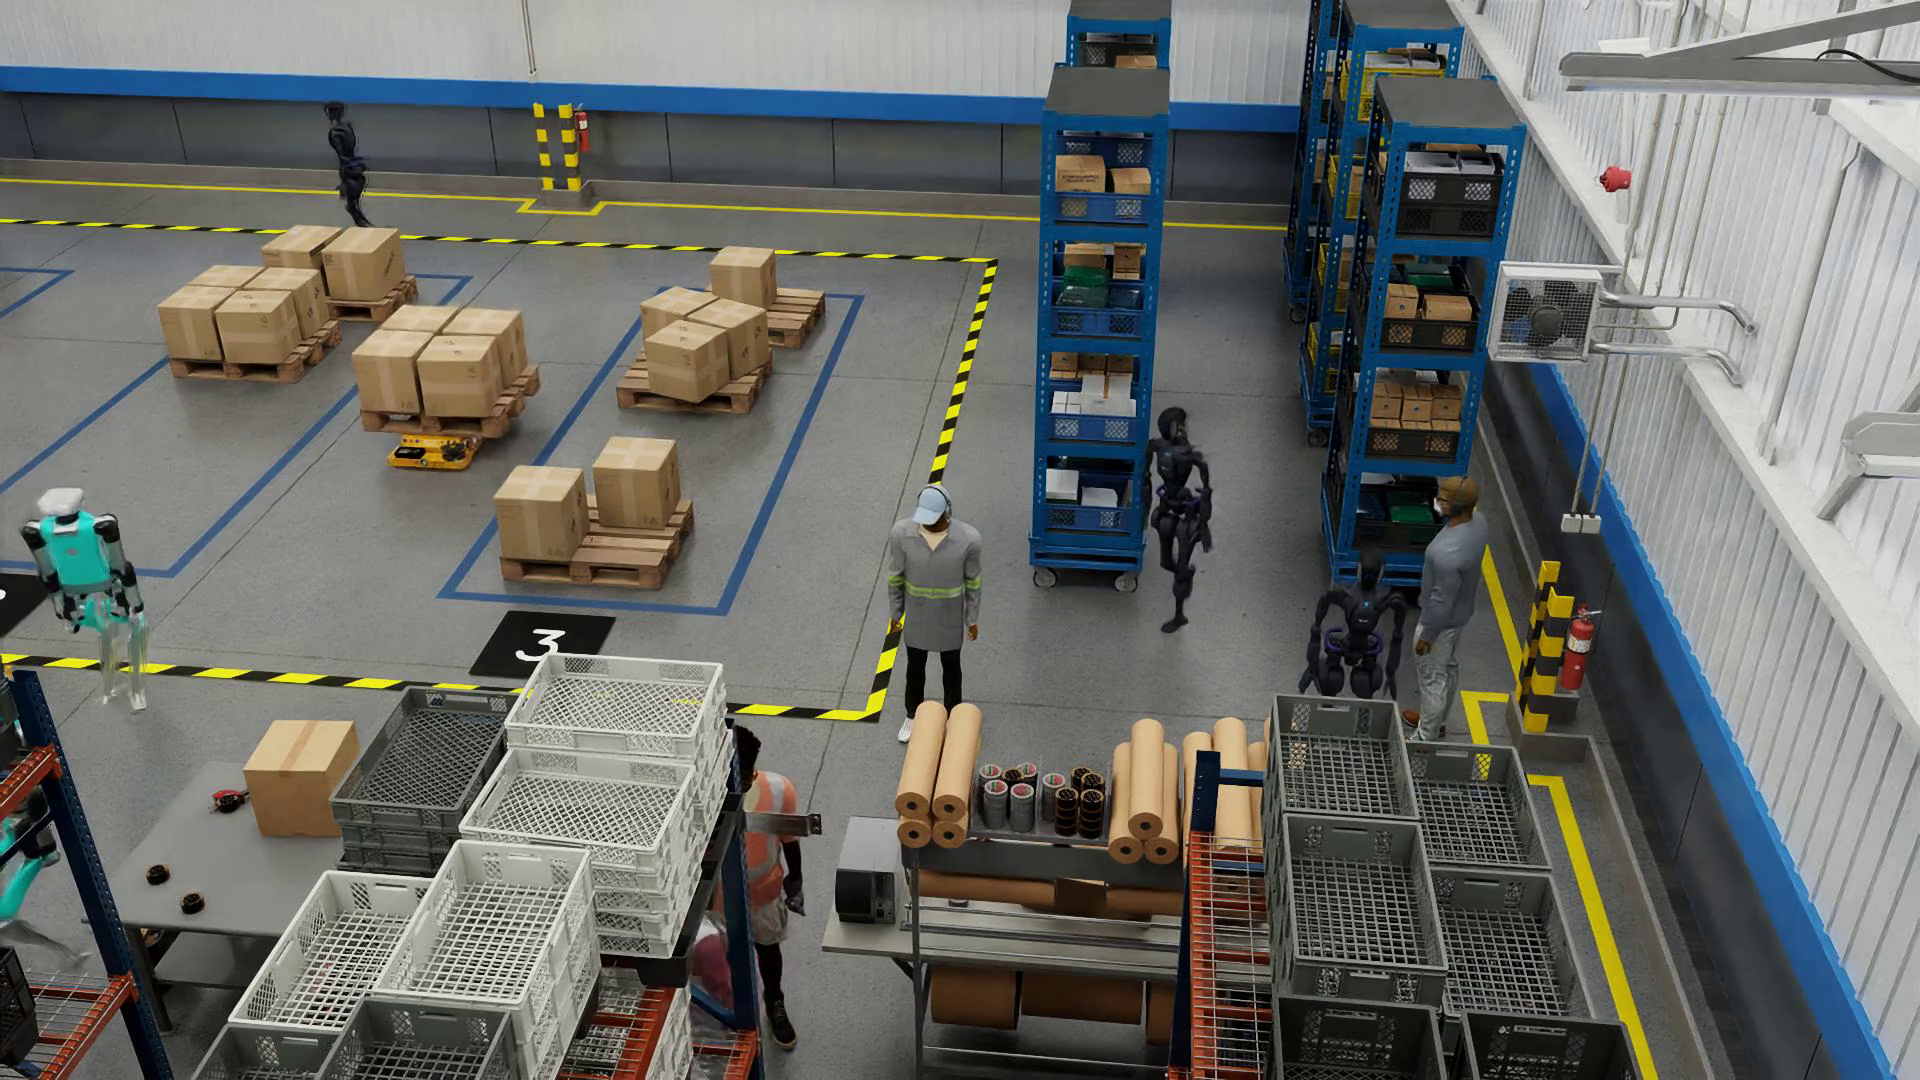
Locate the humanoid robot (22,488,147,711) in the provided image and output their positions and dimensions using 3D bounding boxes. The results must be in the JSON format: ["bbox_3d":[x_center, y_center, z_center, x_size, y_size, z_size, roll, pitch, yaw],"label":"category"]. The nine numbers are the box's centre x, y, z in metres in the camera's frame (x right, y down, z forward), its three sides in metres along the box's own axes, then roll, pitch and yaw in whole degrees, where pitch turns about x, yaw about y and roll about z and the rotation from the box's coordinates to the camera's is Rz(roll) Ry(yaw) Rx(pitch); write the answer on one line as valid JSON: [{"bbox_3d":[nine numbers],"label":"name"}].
[{"bbox_3d":[-5.456,0.357,10.621,0.549,1.778,0.785,-6,31,-11],"label":"humanoid robot"}]

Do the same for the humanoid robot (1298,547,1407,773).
[{"bbox_3d":[2.334,0.762,9.961,0.584,1.646,0.326,2,30,4],"label":"humanoid robot"}]

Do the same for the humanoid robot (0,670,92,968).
[{"bbox_3d":[-5.004,1.575,8.554,0.530,1.803,0.800,26,39,37],"label":"humanoid robot"}]

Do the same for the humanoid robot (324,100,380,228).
[{"bbox_3d":[-6.589,-3.943,18.051,0.365,1.645,0.614,-3,30,-5],"label":"humanoid robot"}]

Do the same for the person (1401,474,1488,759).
[{"bbox_3d":[2.955,0.467,10.213,0.360,1.937,0.634,17,34,26],"label":"person"}]

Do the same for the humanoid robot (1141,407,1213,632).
[{"bbox_3d":[1.571,-0.204,11.654,0.620,1.628,0.648,23,37,34],"label":"humanoid robot"}]

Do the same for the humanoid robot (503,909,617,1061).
[{"bbox_3d":[-1.784,2.124,7.605,1.017,1.762,0.567,-22,37,-33],"label":"humanoid robot"}]

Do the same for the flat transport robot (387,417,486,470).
[{"bbox_3d":[-4.375,-1.034,14.422,0.652,0.197,1.431,3,30,6],"label":"flat transport robot"}]

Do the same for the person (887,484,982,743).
[{"bbox_3d":[-0.164,0.463,10.309,0.587,1.848,0.396,3,30,6],"label":"person"}]

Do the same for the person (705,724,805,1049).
[{"bbox_3d":[-1.047,1.707,8.071,0.601,1.955,0.398,-9,31,-15],"label":"person"}]

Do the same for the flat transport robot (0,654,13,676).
[{"bbox_3d":[-7.142,0.969,11.010,1.431,0.231,0.659,3,30,6],"label":"flat transport robot"}]

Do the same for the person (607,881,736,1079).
[{"bbox_3d":[-1.216,2.143,7.494,0.732,1.793,0.435,17,34,26],"label":"person"}]
